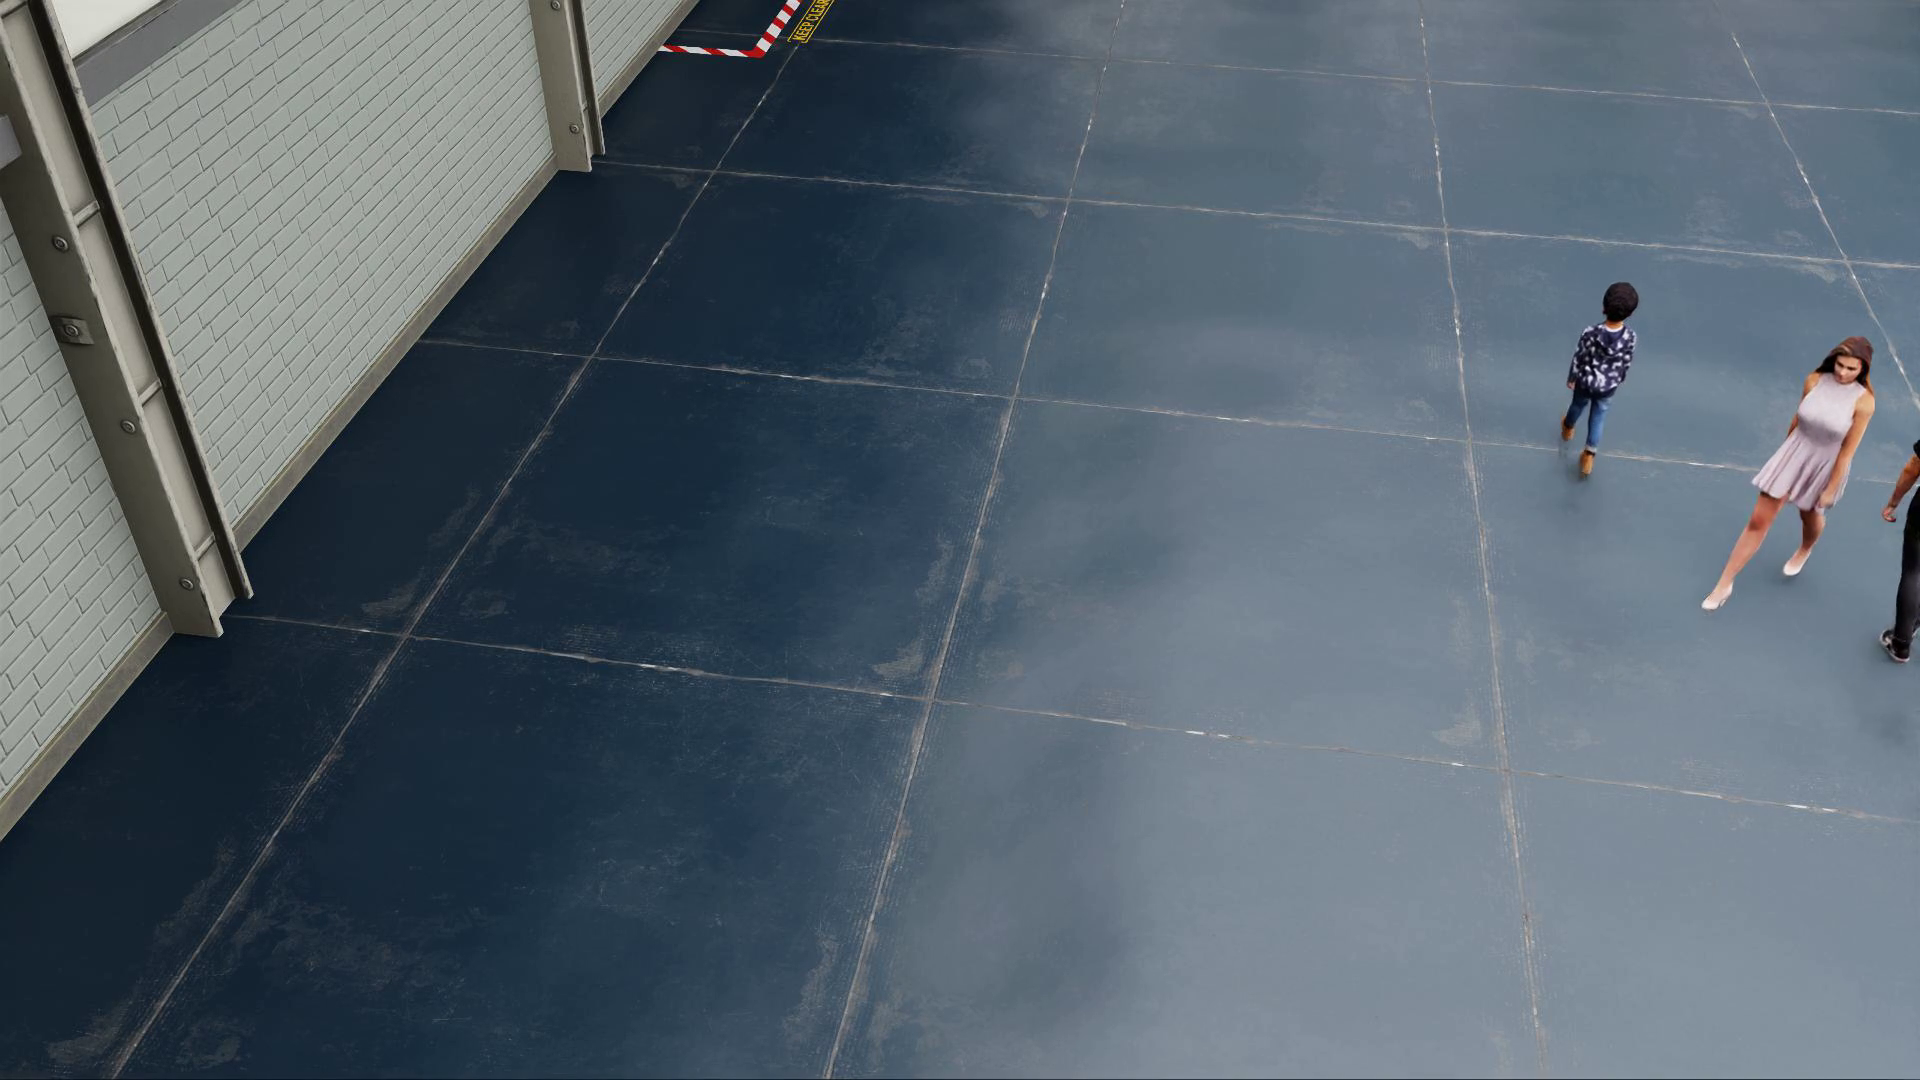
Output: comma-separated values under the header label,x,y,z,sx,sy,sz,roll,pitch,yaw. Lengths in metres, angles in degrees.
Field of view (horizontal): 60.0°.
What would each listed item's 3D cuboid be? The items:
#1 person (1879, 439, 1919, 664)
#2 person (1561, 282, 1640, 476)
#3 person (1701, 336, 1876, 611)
label,x,y,z,sx,sy,sz,roll,pitch,yaw
person,5.145,-0.092,8.652,0.647,1.821,0.635,7,39,8
person,3.952,-0.980,10.272,0.534,1.223,0.853,8,39,11
person,4.703,-0.375,9.109,1.149,1.703,1.054,-25,45,-29
